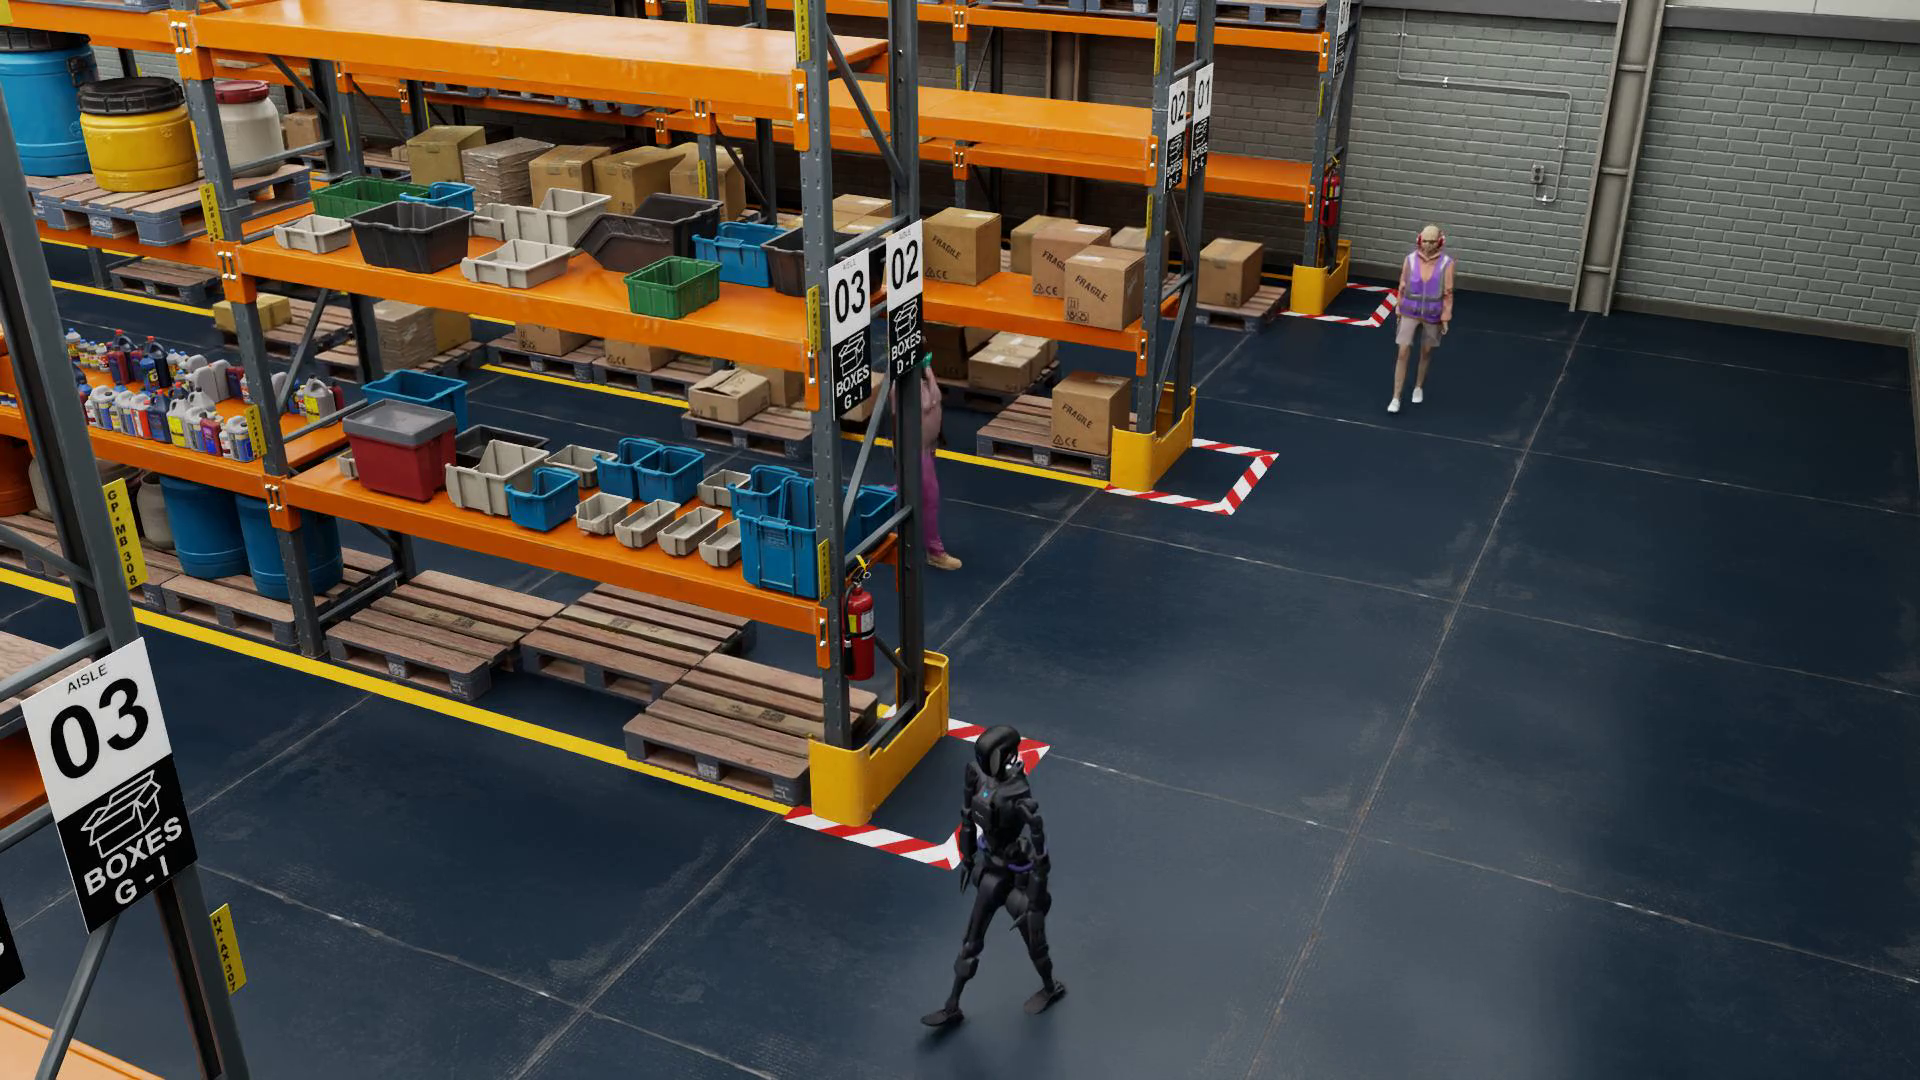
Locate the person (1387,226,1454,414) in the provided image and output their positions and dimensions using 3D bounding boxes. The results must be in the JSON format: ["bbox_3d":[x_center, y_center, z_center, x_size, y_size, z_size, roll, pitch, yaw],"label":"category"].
[{"bbox_3d":[4.058,-1.911,14.607,0.490,1.660,0.839,8,27,16],"label":"person"}]

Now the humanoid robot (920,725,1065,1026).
[{"bbox_3d":[0.186,1.560,7.584,0.744,1.631,0.589,-21,33,-36],"label":"humanoid robot"}]

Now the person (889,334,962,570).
[{"bbox_3d":[-0.366,-0.688,11.999,0.832,1.766,0.514,10,28,19],"label":"person"}]
